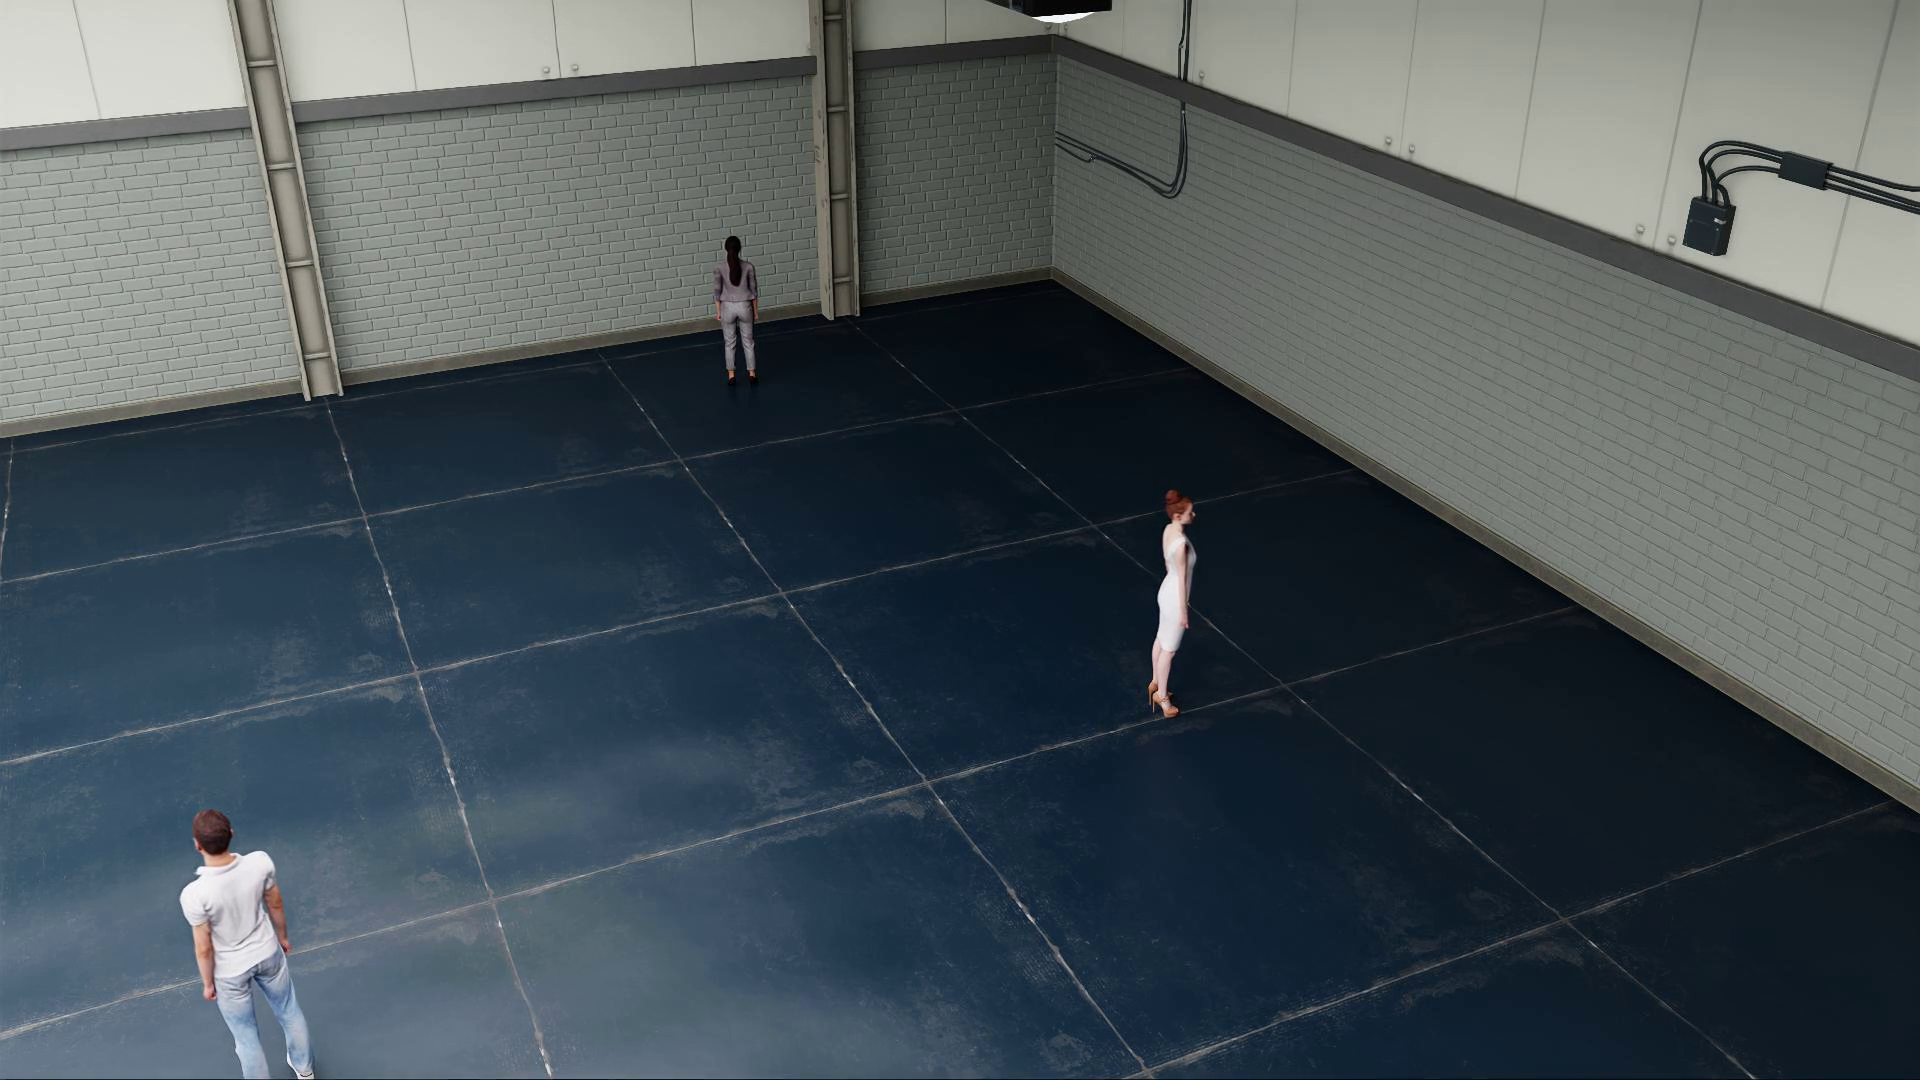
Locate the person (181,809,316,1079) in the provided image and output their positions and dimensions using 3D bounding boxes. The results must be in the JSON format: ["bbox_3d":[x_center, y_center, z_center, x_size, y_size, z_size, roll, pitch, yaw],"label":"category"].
[{"bbox_3d":[-3.703,2.184,8.636,0.784,1.852,0.652,19,33,32],"label":"person"}]

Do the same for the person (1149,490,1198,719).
[{"bbox_3d":[1.538,0.454,12.060,0.609,1.793,0.639,-2,27,-3],"label":"person"}]

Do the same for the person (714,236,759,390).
[{"bbox_3d":[-2.383,-2.434,17.794,0.623,1.678,0.746,-4,27,-7],"label":"person"}]
